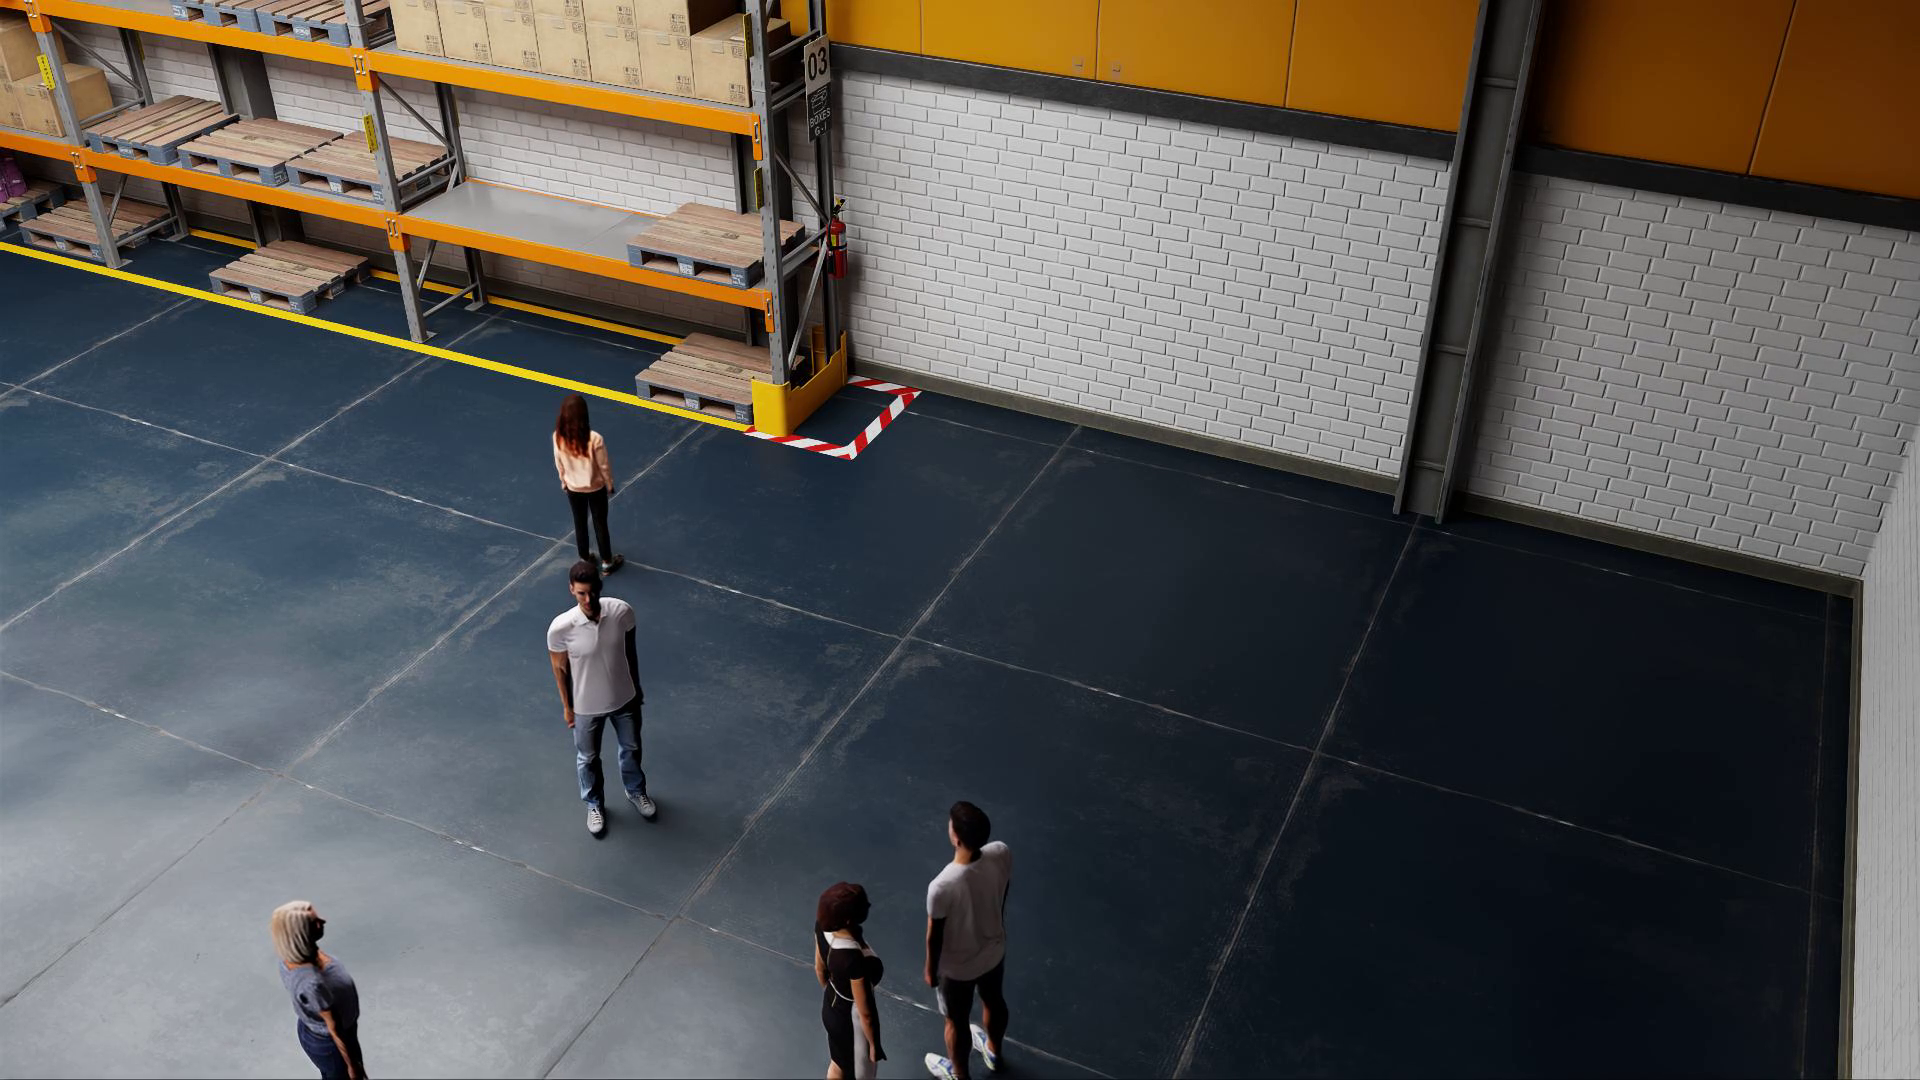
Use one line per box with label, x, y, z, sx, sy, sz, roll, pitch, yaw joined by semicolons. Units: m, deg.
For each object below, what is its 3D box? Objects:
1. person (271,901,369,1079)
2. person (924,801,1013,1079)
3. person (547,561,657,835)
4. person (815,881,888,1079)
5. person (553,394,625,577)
person;-3.001;2.360;7.899;0.723;1.721;0.593;-24;41;-32
person;0.050;2.035;8.267;0.759;1.855;0.739;-24;40;-31
person;-2.133;0.917;9.940;0.751;1.865;0.782;-15;36;-21
person;-0.517;2.305;7.914;0.712;1.796;0.594;-20;39;-28
person;-2.766;-0.408;12.278;0.511;1.484;0.675;6;34;10
